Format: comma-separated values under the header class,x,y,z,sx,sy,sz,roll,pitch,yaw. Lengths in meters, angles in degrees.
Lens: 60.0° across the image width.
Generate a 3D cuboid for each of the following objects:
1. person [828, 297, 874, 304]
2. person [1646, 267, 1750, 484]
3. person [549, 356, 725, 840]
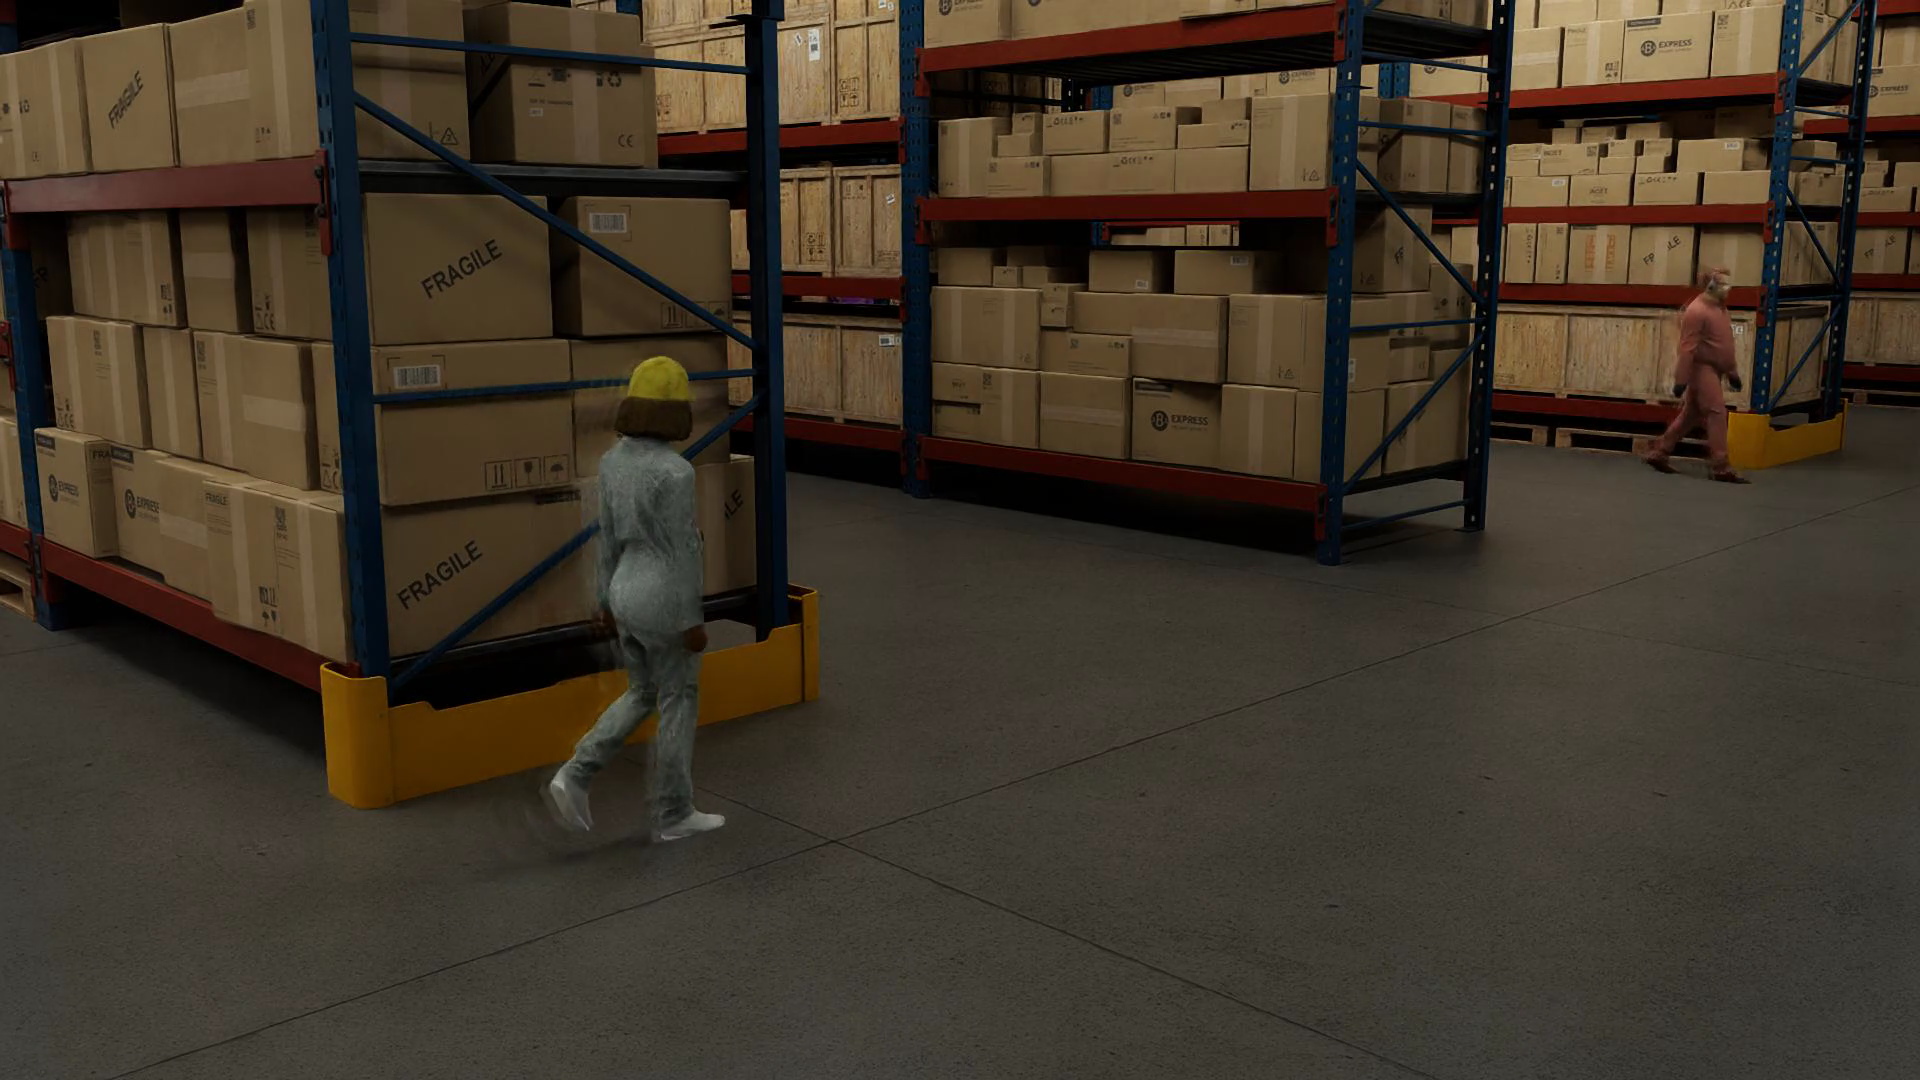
class,x,y,z,sx,sy,sz,roll,pitch,yaw
person,-1.266,-2.361,19.302,0.545,1.938,0.362,-2,11,-13
person,6.510,-1.454,14.605,0.946,1.869,0.630,9,14,40
person,-1.114,0.232,5.754,0.482,1.722,0.540,10,15,44
